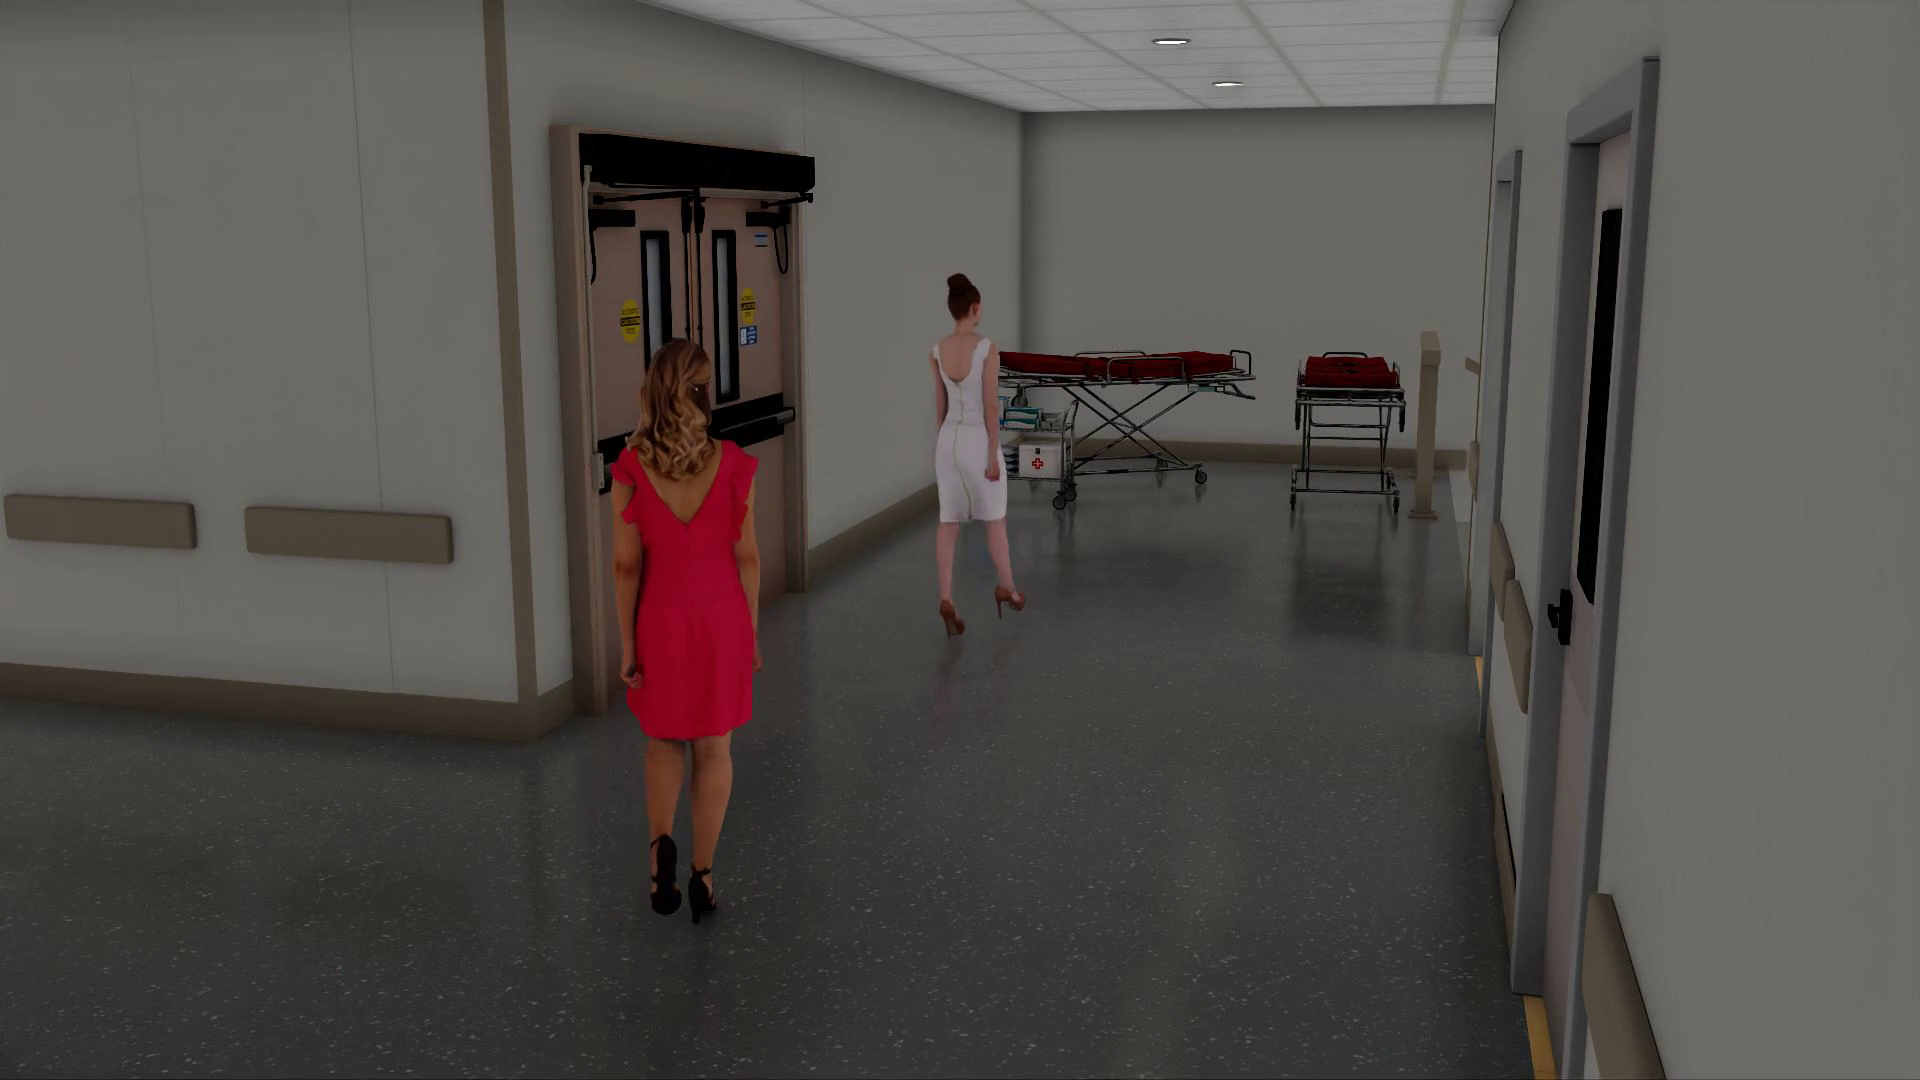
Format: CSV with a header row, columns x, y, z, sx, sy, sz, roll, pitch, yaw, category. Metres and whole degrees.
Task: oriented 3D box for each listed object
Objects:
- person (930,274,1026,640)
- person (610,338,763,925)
x,y,z,sx,sy,sz,roll,pitch,yaw,category
-0.024,-0.383,8.136,0.783,1.772,0.979,8,13,35,person
-0.769,0.298,4.705,0.712,1.714,0.874,-1,11,-3,person
